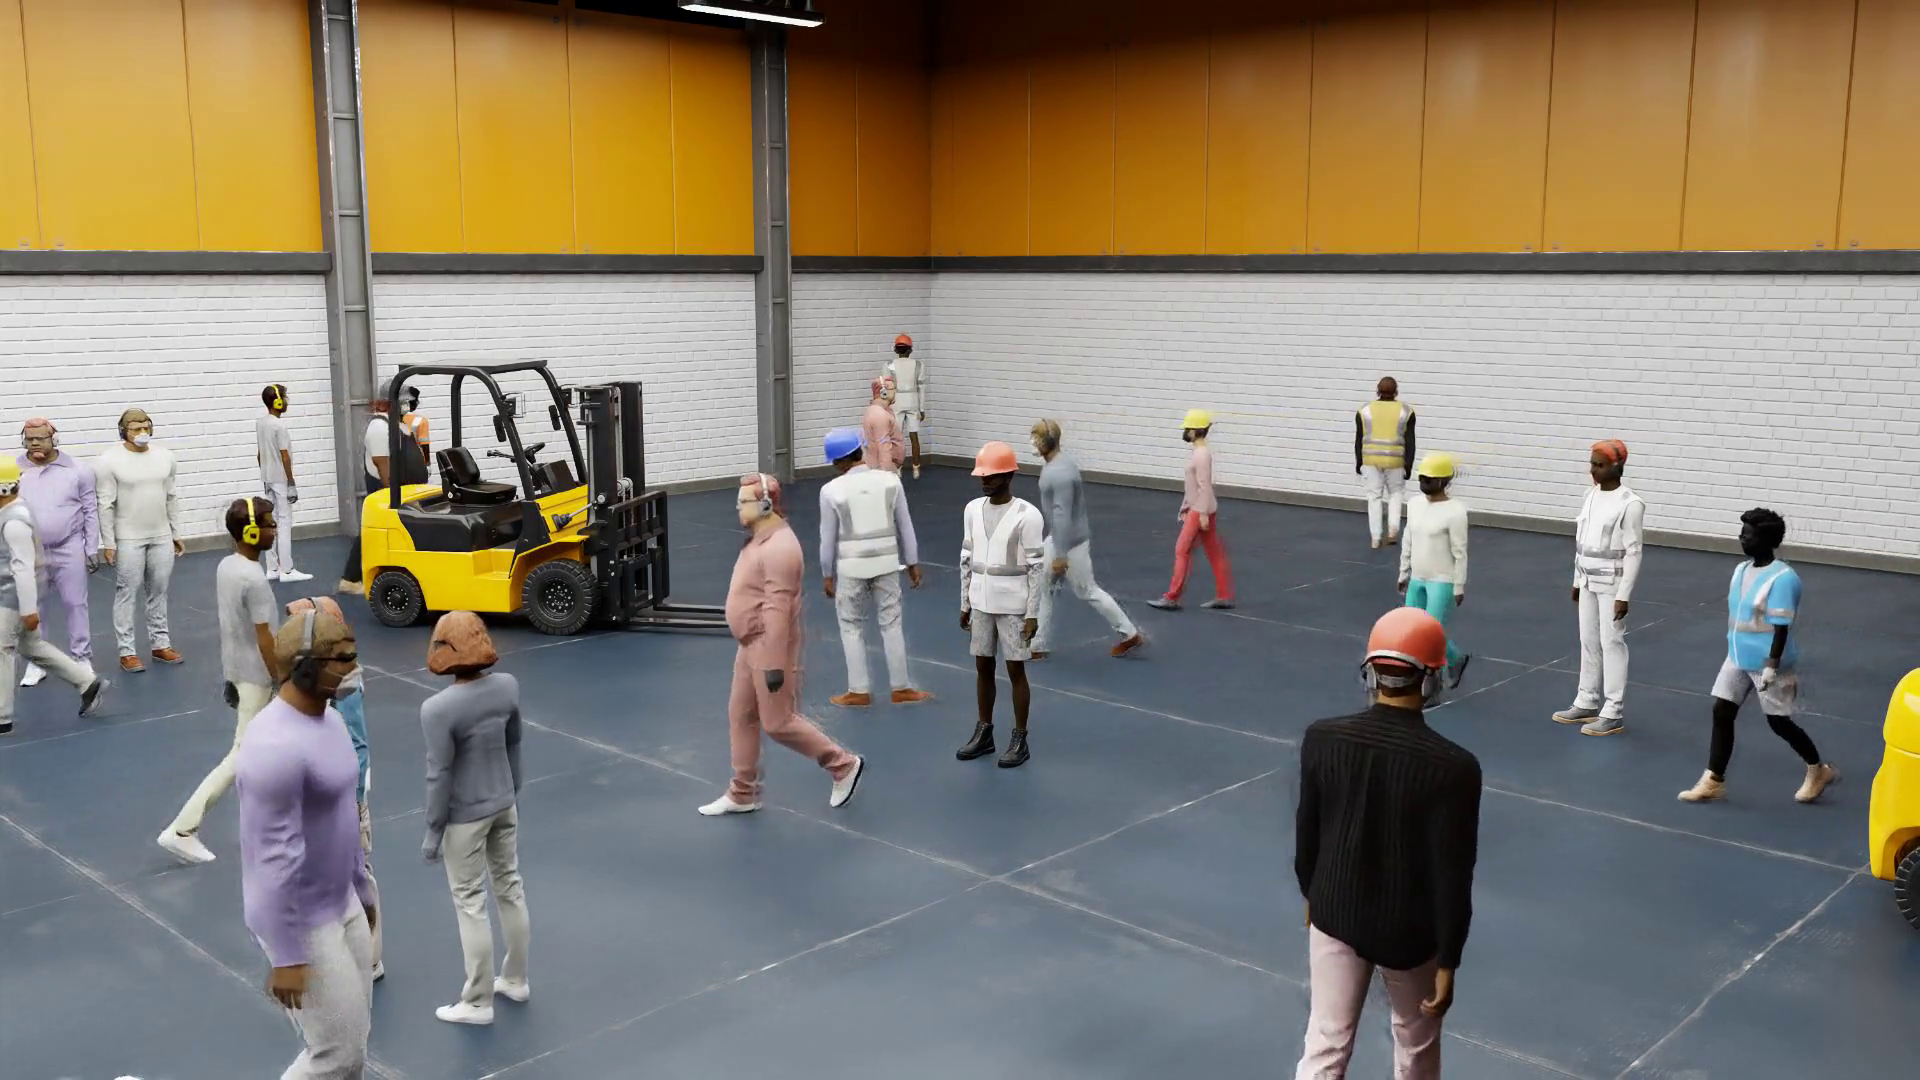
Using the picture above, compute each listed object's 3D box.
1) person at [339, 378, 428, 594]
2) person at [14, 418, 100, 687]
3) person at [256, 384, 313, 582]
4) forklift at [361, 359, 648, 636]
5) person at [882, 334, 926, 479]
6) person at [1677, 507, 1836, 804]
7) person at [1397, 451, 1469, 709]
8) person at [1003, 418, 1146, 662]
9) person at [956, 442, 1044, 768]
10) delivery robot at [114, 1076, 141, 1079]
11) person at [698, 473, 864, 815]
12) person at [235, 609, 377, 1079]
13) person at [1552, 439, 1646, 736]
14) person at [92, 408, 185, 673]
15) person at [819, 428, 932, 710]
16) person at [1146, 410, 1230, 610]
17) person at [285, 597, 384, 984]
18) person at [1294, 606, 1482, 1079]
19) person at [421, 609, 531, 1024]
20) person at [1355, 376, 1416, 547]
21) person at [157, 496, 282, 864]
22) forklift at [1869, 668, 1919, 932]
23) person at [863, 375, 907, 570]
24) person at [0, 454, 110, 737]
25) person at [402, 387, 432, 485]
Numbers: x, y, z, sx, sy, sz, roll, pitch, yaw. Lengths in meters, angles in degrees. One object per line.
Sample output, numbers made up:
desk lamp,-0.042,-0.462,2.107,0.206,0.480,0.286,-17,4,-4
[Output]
person,-5.165,-0.516,15.074,1.051,2.000,0.679,0,9,-2
person,-6.470,0.082,11.817,0.651,1.907,0.409,-4,10,-22
person,-6.434,-0.539,15.738,0.515,1.872,0.328,7,12,38
forklift,-3.850,-0.407,13.936,2.313,2.155,1.214,2,9,11
person,-0.790,-1.864,23.344,0.609,2.040,0.395,-2,9,-10
person,4.429,0.645,9.099,0.808,1.666,0.530,-2,9,-10
person,3.239,0.258,11.220,0.572,1.748,0.531,-5,10,-26
person,0.885,0.014,12.409,1.031,1.875,0.641,-1,9,-7
person,0.220,0.383,9.880,0.553,1.935,0.361,6,11,34
delivery robot,-2.655,1.840,4.890,0.477,0.478,0.707,4,10,25
person,-0.971,0.570,8.921,0.817,1.881,0.651,-3,10,-17
person,-1.959,1.164,5.105,0.490,1.927,0.685,-1,9,-6
person,4.081,0.297,10.574,0.356,1.884,0.572,-2,9,-13
person,-6.037,-0.009,12.279,0.359,1.938,0.632,6,11,33
person,-0.563,0.197,11.180,0.772,1.903,0.401,-3,10,-19
person,1.981,-0.252,14.359,0.817,1.738,0.523,2,9,10
person,-2.573,1.034,6.804,0.311,1.638,0.522,-9,13,-43
person,1.256,1.167,5.075,0.636,1.942,1.043,7,12,38
person,-1.902,1.080,6.537,0.266,1.632,0.506,5,10,27
person,4.494,-0.820,17.613,0.628,1.826,0.465,3,10,17
person,-3.577,0.691,8.336,0.943,1.833,0.532,-7,11,-35
forklift,5.205,0.723,7.013,2.313,2.155,1.214,9,13,43
person,-0.735,-0.662,16.369,0.411,1.913,0.643,-2,9,-12
person,-5.923,0.336,10.553,0.803,1.809,0.586,-5,10,-28
person,-5.925,-0.808,17.938,0.534,1.691,0.318,3,10,17
